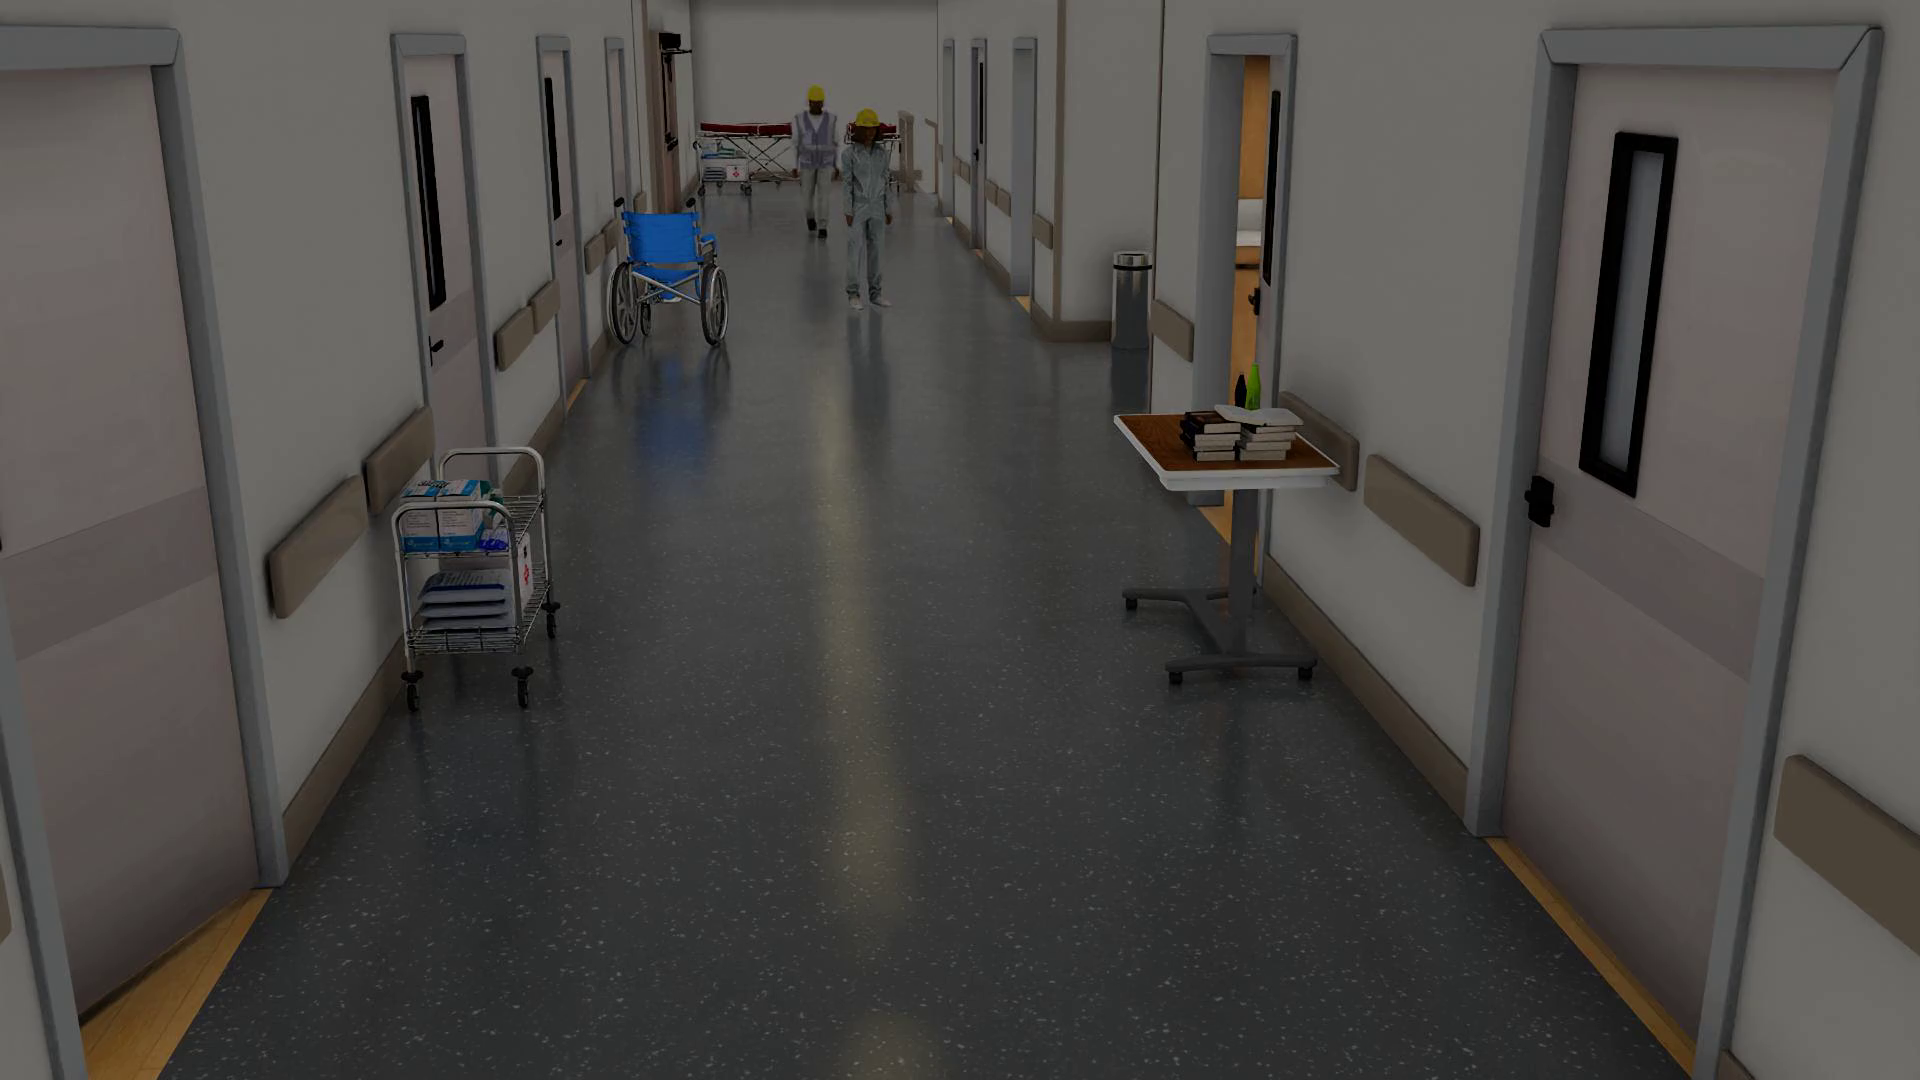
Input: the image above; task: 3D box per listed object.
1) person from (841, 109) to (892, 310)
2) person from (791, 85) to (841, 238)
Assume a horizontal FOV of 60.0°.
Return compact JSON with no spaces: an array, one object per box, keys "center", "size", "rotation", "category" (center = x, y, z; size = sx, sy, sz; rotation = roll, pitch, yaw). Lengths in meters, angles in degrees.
[{"center":[-0.811,-2.918,14.712],"size":[0.485,1.744,0.295],"rotation":[-12,20,-34],"category":"person"},{"center":[-1.757,-4.622,20.296],"size":[0.604,1.814,0.759],"rotation":[-2,17,-6],"category":"person"}]
